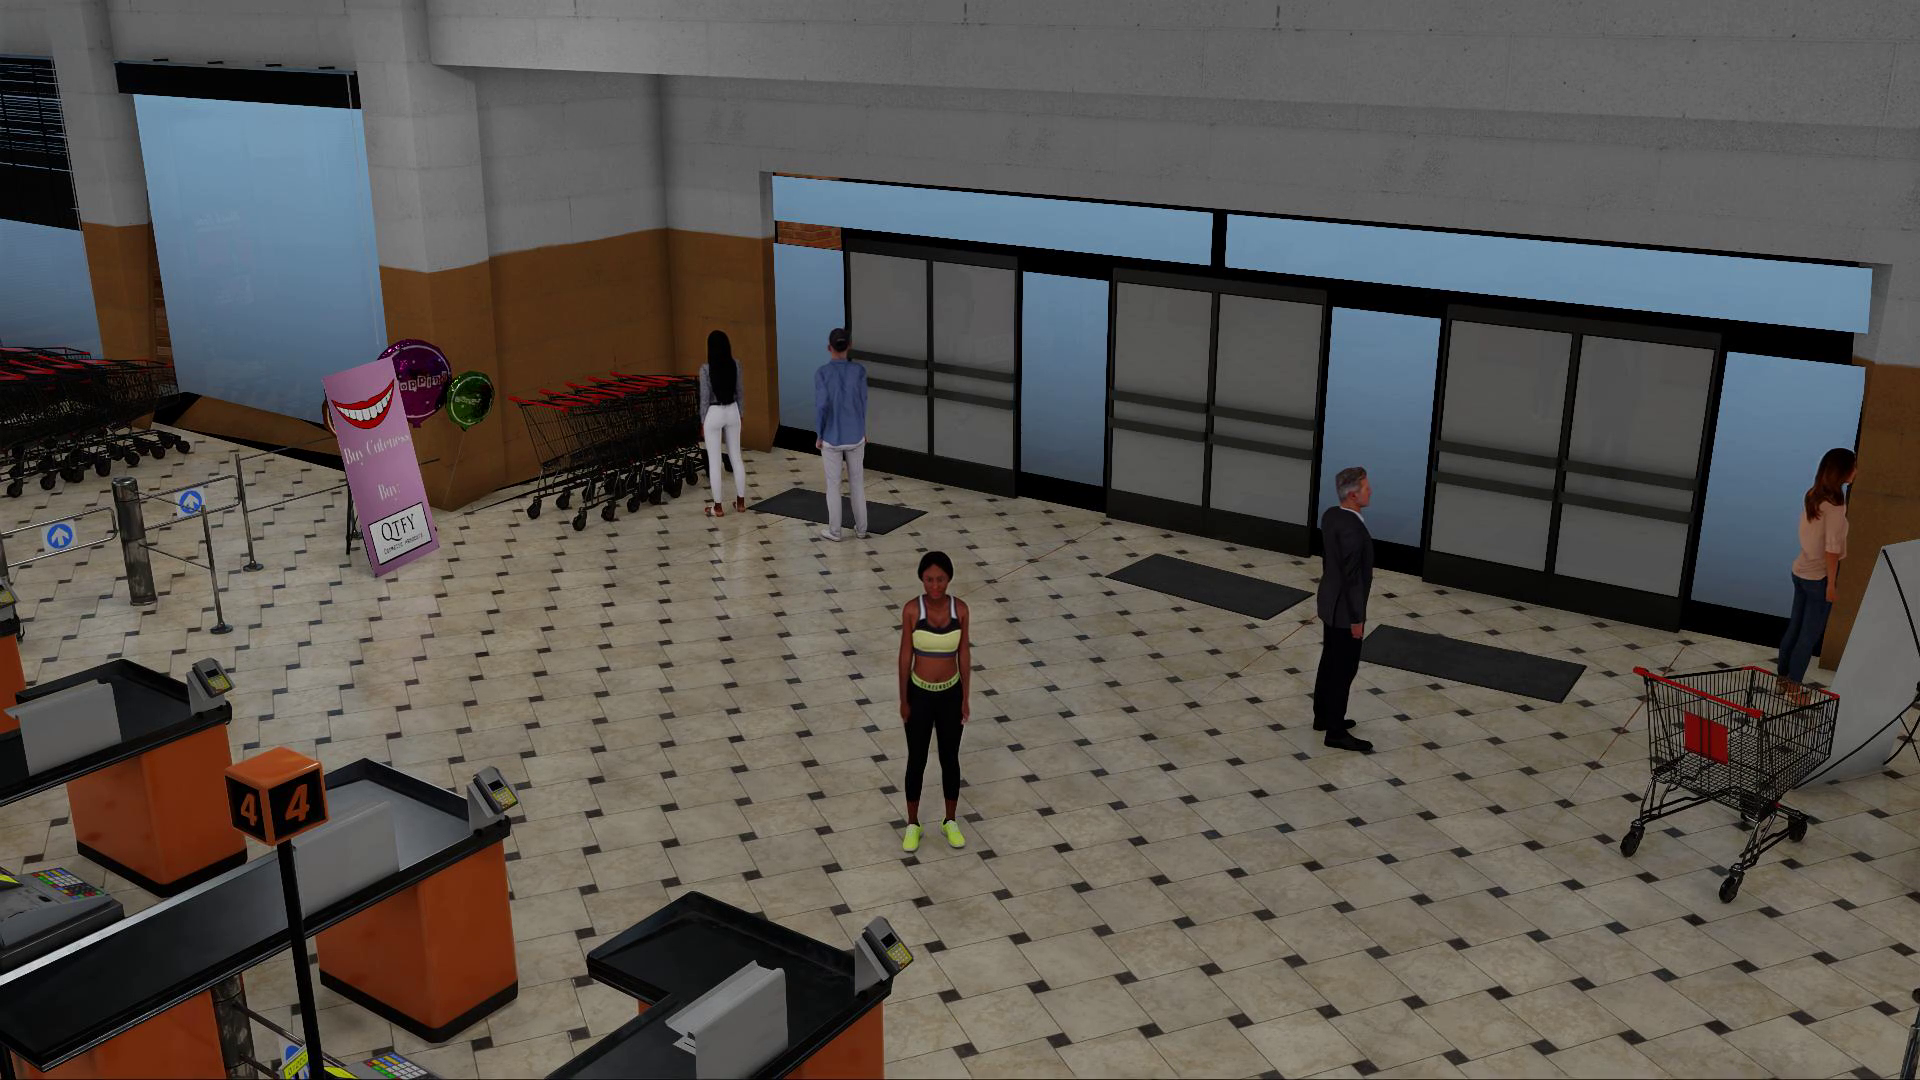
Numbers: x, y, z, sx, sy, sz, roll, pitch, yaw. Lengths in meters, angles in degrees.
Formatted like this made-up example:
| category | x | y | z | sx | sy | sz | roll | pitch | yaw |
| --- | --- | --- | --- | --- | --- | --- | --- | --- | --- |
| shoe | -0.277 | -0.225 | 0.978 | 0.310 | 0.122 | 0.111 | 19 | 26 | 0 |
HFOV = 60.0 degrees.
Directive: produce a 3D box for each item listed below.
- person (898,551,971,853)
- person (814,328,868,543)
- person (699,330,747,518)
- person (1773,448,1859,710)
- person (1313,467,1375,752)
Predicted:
| category | x | y | z | sx | sy | sz | roll | pitch | yaw |
| --- | --- | --- | --- | --- | --- | --- | --- | --- | --- |
| person | -0.145 | 0.889 | 9.314 | 0.639 | 1.755 | 0.693 | -3 | 19 | -7 |
| person | -1.023 | -0.913 | 14.449 | 0.704 | 1.888 | 0.806 | -8 | 20 | -21 |
| person | -2.171 | -1.075 | 15.185 | 0.588 | 1.725 | 0.720 | -12 | 22 | -31 |
| person | 5.743 | 0.242 | 11.176 | 0.737 | 1.791 | 0.622 | 2 | 19 | 5 |
| person | 2.452 | 0.412 | 10.593 | 0.861 | 1.842 | 0.774 | -1 | 19 | -4 |
